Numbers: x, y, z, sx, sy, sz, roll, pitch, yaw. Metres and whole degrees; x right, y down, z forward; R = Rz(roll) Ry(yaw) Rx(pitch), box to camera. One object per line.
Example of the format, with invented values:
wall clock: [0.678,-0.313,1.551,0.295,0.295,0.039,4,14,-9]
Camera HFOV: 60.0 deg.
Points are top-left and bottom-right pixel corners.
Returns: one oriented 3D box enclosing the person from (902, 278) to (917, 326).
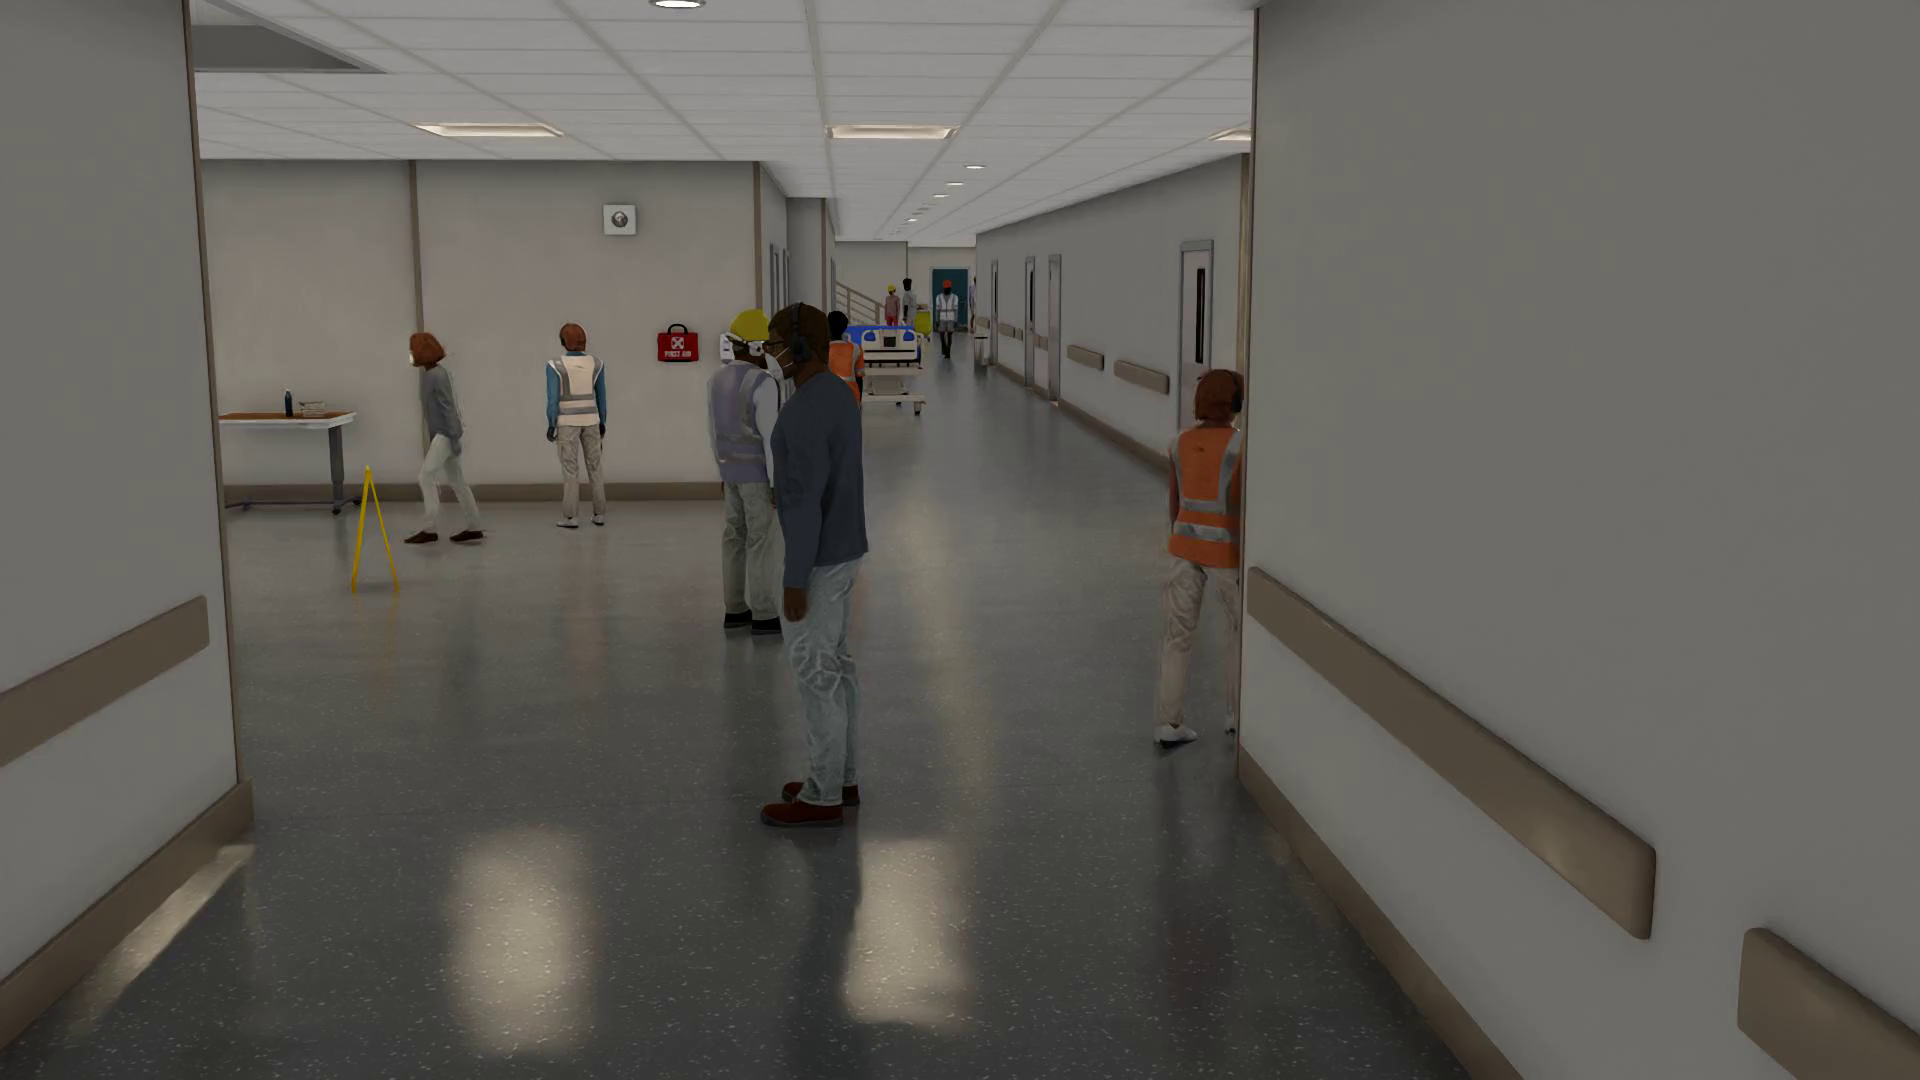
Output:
person: [-1.330,-5.850,43.366,0.384,1.953,0.618,3,10,20]

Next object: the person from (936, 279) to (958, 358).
person: [-0.318,-5.405,40.678,0.544,1.918,0.539,1,9,4]

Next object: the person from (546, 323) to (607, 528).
person: [-3.073,-0.913,13.350,0.522,1.638,0.310,-7,12,-38]

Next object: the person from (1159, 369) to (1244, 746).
person: [1.114,0.077,7.179,0.700,1.610,0.553,-9,13,-44]

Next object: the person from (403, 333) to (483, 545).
person: [-3.936,-0.749,12.461,0.699,1.592,0.514,-5,10,-27]

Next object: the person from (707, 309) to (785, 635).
person: [-1.167,-0.382,9.405,0.404,1.831,0.600,-8,12,-41]

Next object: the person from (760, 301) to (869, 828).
person: [-0.535,0.092,6.145,0.384,1.930,0.634,1,9,7]

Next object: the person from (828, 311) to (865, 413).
person: [-1.128,-1.262,15.355,0.533,1.697,0.319,-4,10,-25]

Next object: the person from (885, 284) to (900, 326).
person: [-1.922,-6.326,46.959,0.522,1.761,0.321,6,11,33]
